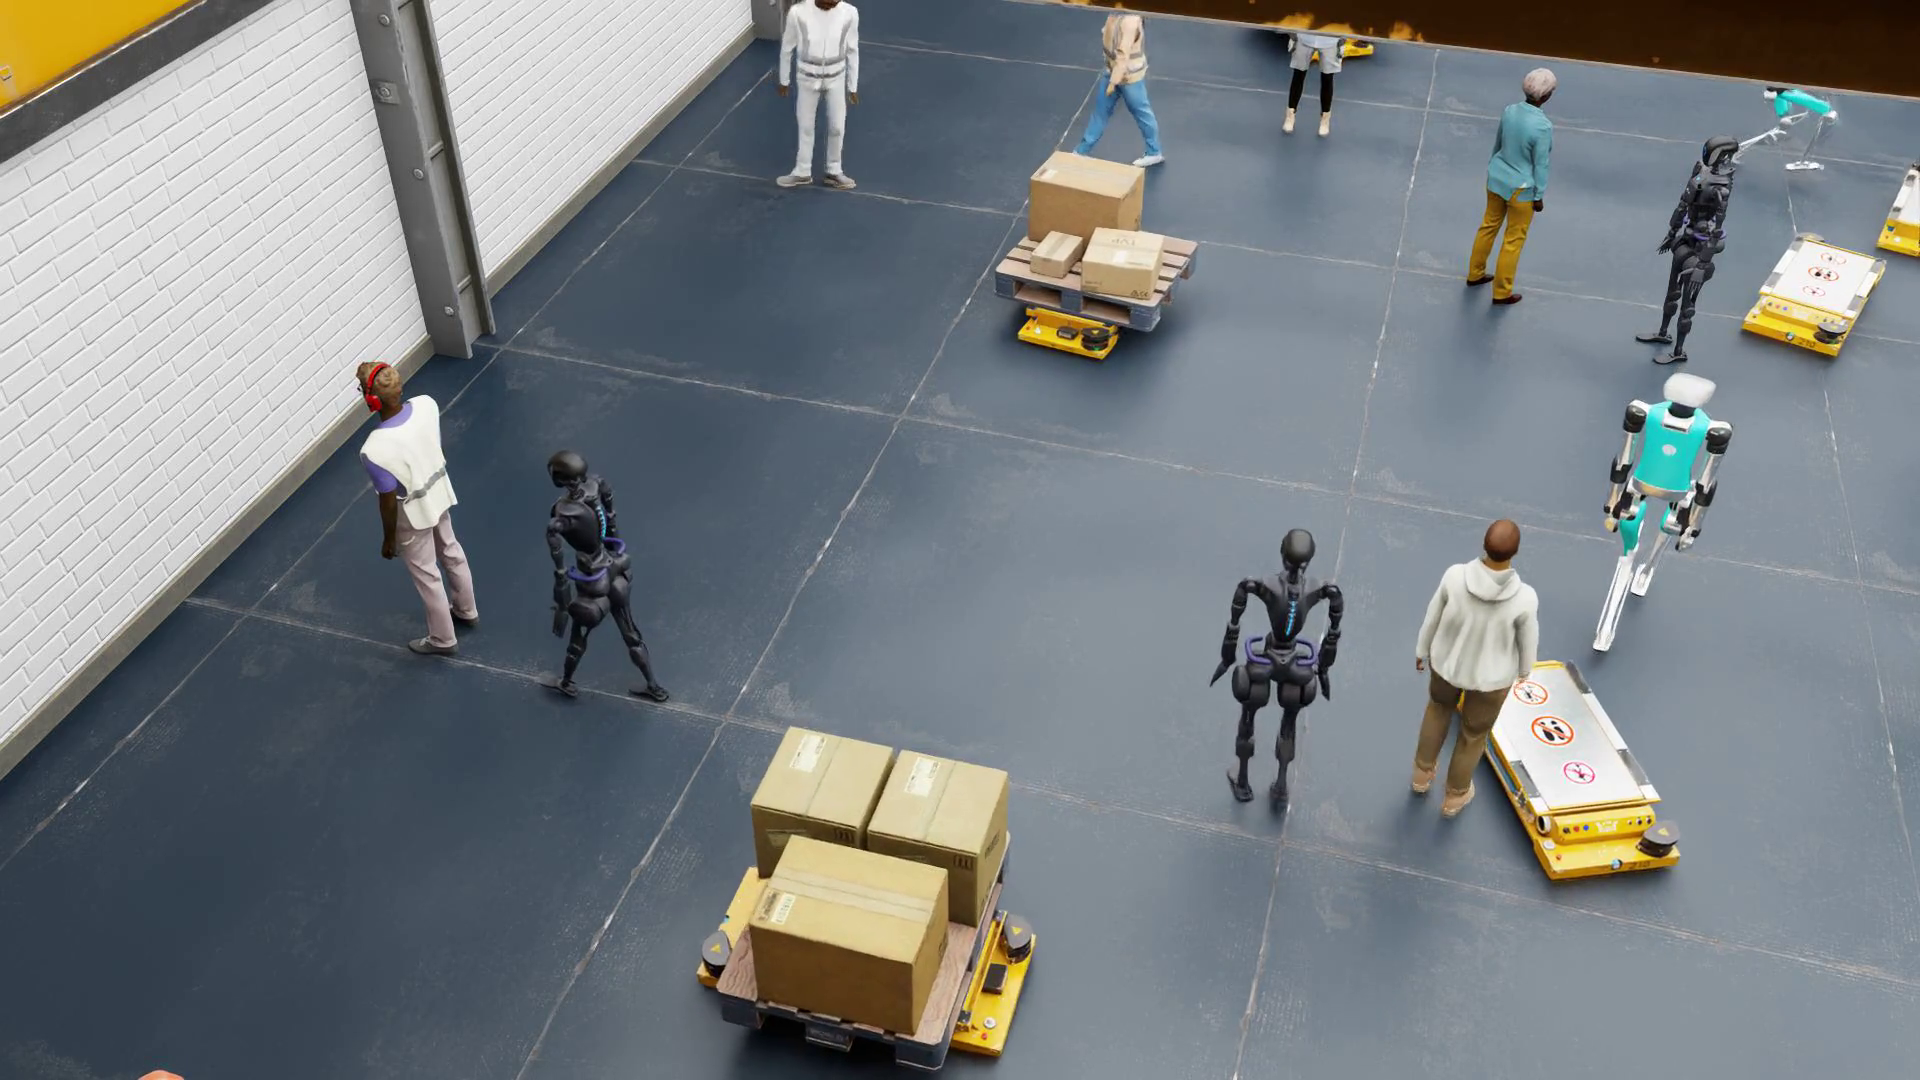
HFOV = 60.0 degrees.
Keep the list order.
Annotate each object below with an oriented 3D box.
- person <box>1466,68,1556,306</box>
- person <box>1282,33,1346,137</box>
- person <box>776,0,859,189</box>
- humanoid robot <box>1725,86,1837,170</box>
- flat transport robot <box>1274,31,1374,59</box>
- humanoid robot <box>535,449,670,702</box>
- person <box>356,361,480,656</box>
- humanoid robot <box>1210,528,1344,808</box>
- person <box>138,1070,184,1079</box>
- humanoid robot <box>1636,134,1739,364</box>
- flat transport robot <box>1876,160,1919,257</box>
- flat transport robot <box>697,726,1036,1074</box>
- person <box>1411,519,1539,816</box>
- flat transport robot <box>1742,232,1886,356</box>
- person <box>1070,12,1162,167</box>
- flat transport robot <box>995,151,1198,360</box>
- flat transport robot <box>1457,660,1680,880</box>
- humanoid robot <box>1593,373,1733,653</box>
[{"bbox_3d":[4.004,-2.545,11.996,0.343,1.749,0.533,-17,42,-20],"label":"person"},{"bbox_3d":[3.048,-4.262,14.174,0.534,1.688,0.323,11,40,14],"label":"person"},{"bbox_3d":[-1.170,-3.661,13.305,0.748,1.857,0.340,-6,39,-8],"label":"person"},{"bbox_3d":[6.881,-3.732,13.534,1.065,1.763,0.537,19,43,22],"label":"humanoid robot"},{"bbox_3d":[3.500,-5.102,16.351,0.659,0.231,1.431,-7,39,-8],"label":"flat transport robot"},{"bbox_3d":[-1.944,0.190,8.663,0.728,1.629,0.584,14,41,17],"label":"humanoid robot"},{"bbox_3d":[-2.907,-0.150,8.935,0.391,1.842,0.562,12,40,15],"label":"person"},{"bbox_3d":[1.531,0.651,8.081,0.589,1.648,0.395,1,39,2],"label":"humanoid robot"},{"bbox_3d":[-2.484,2.444,5.639,0.542,1.931,0.372,2,39,3],"label":"person"},{"bbox_3d":[4.994,-1.985,11.336,0.315,1.659,0.599,-1,39,-2],"label":"humanoid robot"},{"bbox_3d":[7.799,-2.604,13.243,0.659,0.231,1.431,22,44,25],"label":"flat transport robot"},{"bbox_3d":[-0.422,1.896,7.646,1.431,0.231,0.659,10,40,12],"label":"flat transport robot"},{"bbox_3d":[2.473,0.620,8.046,0.528,1.762,0.461,24,45,27],"label":"person"},{"bbox_3d":[6.331,-1.833,12.284,0.659,0.231,1.431,24,45,27],"label":"flat transport robot"},{"bbox_3d":[1.303,-3.833,13.651,0.913,1.668,0.496,-11,40,-14],"label":"person"},{"bbox_3d":[1.007,-1.809,12.254,0.659,0.231,1.431,16,42,19],"label":"flat transport robot"},{"bbox_3d":[3.086,1.122,8.609,0.659,0.231,1.431,-5,39,-7],"label":"flat transport robot"},{"bbox_3d":[3.854,-0.240,9.170,0.550,1.759,1.049,20,43,23],"label":"humanoid robot"}]
